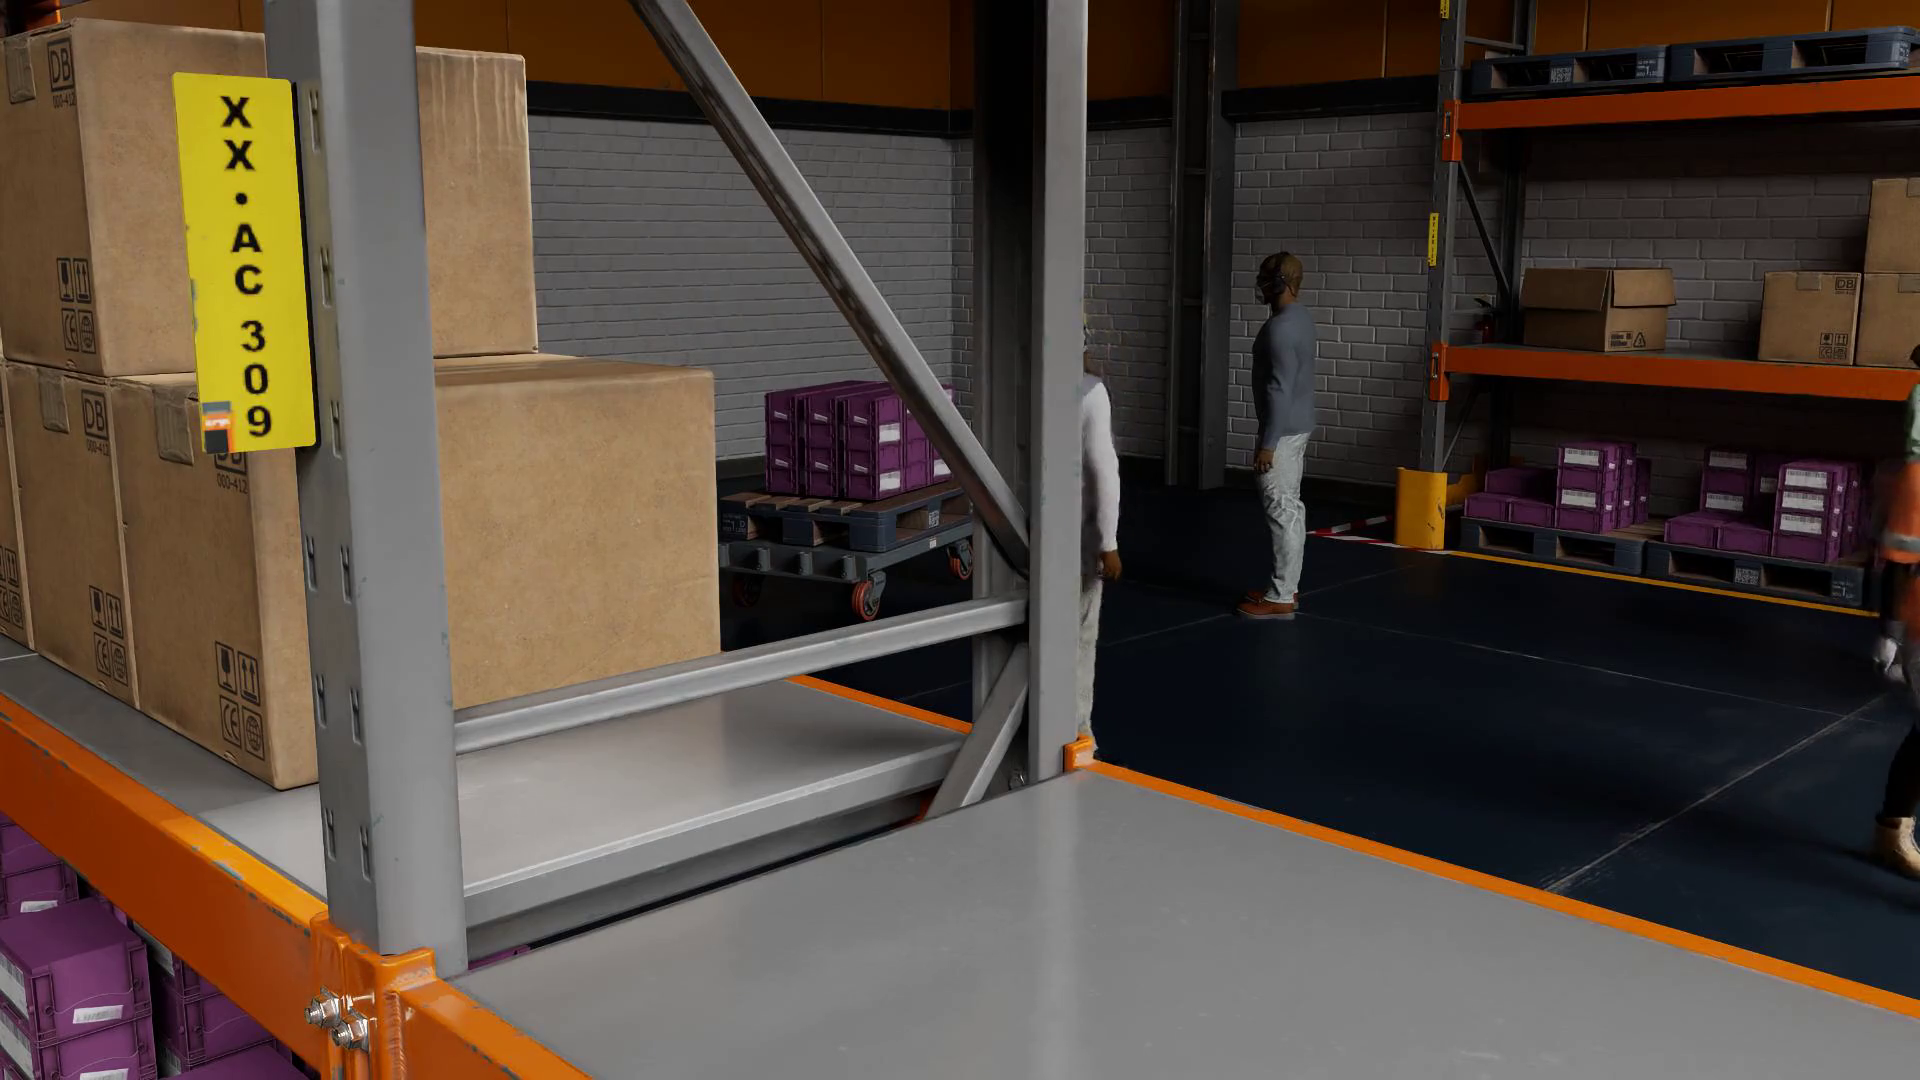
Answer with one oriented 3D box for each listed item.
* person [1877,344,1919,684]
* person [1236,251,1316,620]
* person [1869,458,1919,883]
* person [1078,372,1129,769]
[{"bbox_3d":[4.396,-0.162,7.542,0.278,1.632,0.500,10,14,43],"label":"person"},{"bbox_3d":[1.686,-0.547,8.808,0.372,1.940,0.629,4,11,19],"label":"person"},{"bbox_3d":[3.059,0.300,4.922,0.553,1.654,0.819,-3,11,-17],"label":"person"},{"bbox_3d":[0.381,0.003,6.262,0.406,1.781,0.660,-8,13,-37],"label":"person"}]
